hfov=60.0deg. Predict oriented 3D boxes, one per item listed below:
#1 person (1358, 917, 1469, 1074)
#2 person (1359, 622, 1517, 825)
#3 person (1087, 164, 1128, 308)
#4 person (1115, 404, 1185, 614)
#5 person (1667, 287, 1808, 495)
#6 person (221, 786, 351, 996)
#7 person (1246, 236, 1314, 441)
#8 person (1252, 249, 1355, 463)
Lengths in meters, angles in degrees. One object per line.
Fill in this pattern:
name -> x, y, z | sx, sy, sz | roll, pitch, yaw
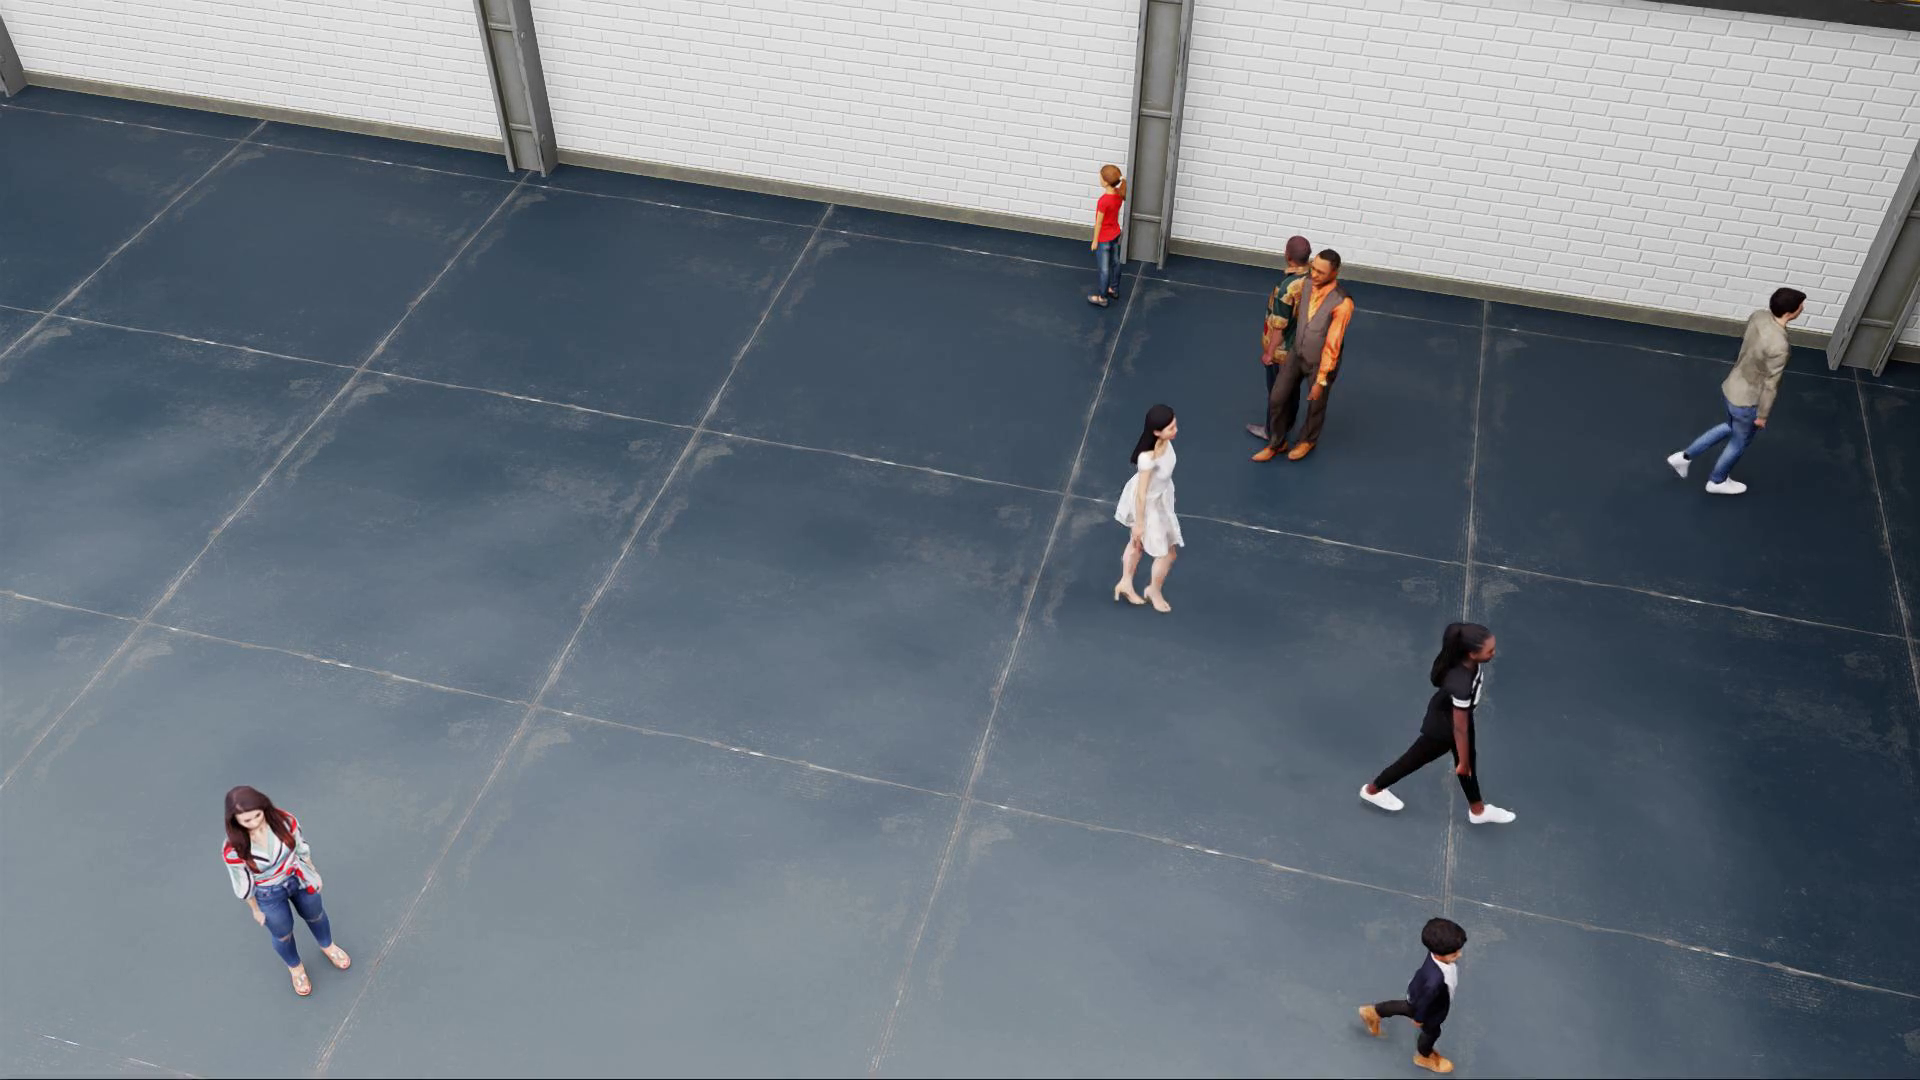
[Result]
person -> 2.465, 2.412, 8.915 | 0.830, 1.211, 0.587 | 18, 46, 18
person -> 2.816, 1.116, 9.936 | 1.170, 1.680, 0.675 | 13, 45, 13
person -> 1.268, -2.576, 14.082 | 0.559, 1.307, 0.528 | 28, 50, 26
person -> 1.200, -0.220, 11.278 | 0.766, 1.763, 0.653 | 13, 45, 14
person -> 5.643, -1.063, 12.101 | 0.956, 1.849, 0.833 | 0, 44, 0
person -> -3.744, 1.897, 9.164 | 0.663, 1.613, 0.675 | -33, 53, -30
person -> 2.498, -1.519, 12.610 | 0.826, 1.806, 0.808 | 34, 53, 30
person -> 2.705, -1.382, 12.405 | 0.969, 1.891, 0.924 | -31, 52, -28
